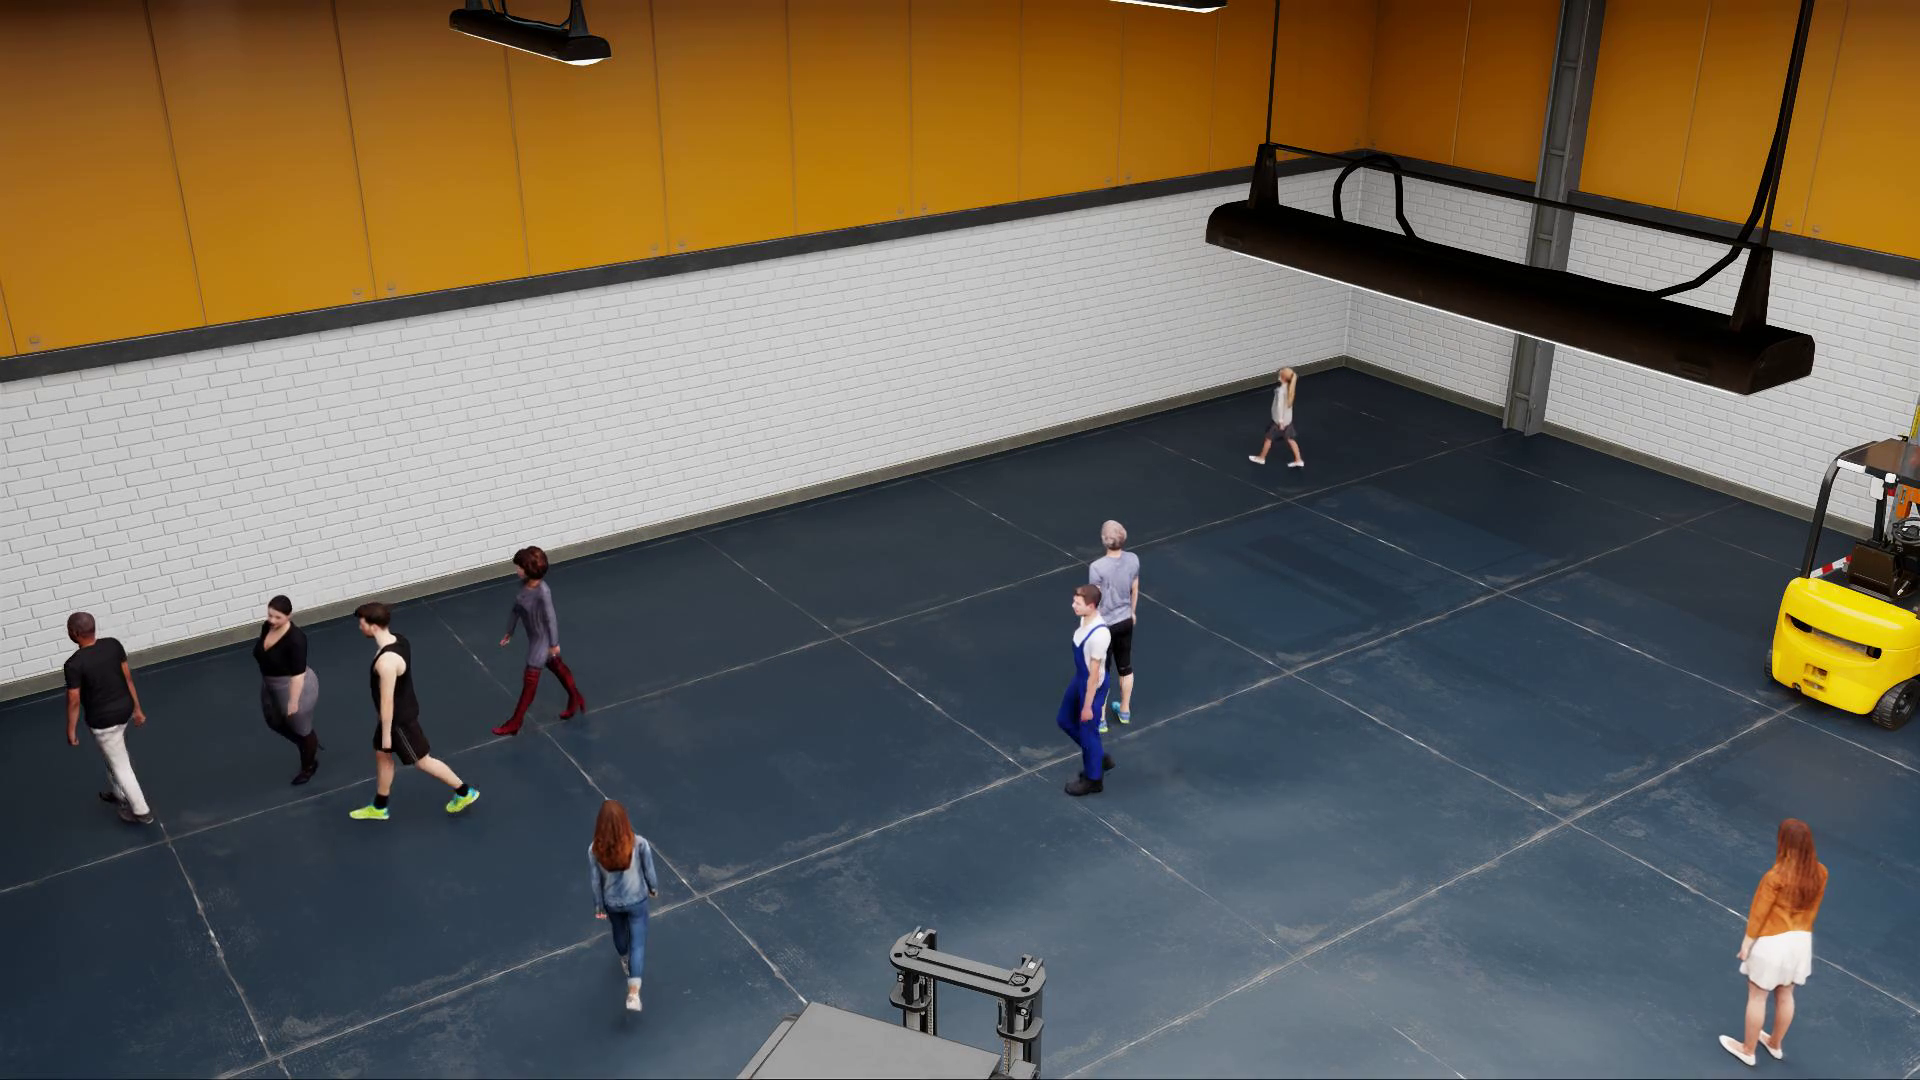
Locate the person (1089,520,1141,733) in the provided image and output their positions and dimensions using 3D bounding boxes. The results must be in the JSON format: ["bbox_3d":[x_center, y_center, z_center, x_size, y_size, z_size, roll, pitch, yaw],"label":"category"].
[{"bbox_3d":[1.284,0.718,14.022,0.681,1.884,0.612,-12,26,-25],"label":"person"}]

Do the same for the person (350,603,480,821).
[{"bbox_3d":[-4.164,1.343,12.639,1.053,1.847,1.251,-6,24,-12],"label":"person"}]

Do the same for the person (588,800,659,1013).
[{"bbox_3d":[-2.170,2.373,10.776,0.884,1.452,1.054,-1,24,-3],"label":"person"}]

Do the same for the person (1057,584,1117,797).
[{"bbox_3d":[1.116,1.164,13.061,0.834,1.837,0.772,-4,24,-9],"label":"person"}]

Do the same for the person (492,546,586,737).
[{"bbox_3d":[-3.453,0.828,14.037,0.665,1.670,1.021,-16,28,-32],"label":"person"}]

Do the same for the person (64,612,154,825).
[{"bbox_3d":[-6.392,1.383,12.625,1.020,1.785,0.939,8,25,18],"label":"person"}]

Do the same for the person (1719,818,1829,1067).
[{"bbox_3d":[5.050,2.479,10.205,0.687,1.714,0.684,-5,24,-11],"label":"person"}]

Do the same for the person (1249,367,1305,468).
[{"bbox_3d":[3.884,-1.431,19.734,0.944,1.246,0.682,16,28,33],"label":"person"}]

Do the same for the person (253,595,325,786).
[{"bbox_3d":[-5.214,1.174,13.171,0.748,1.731,0.844,21,31,40],"label":"person"}]
